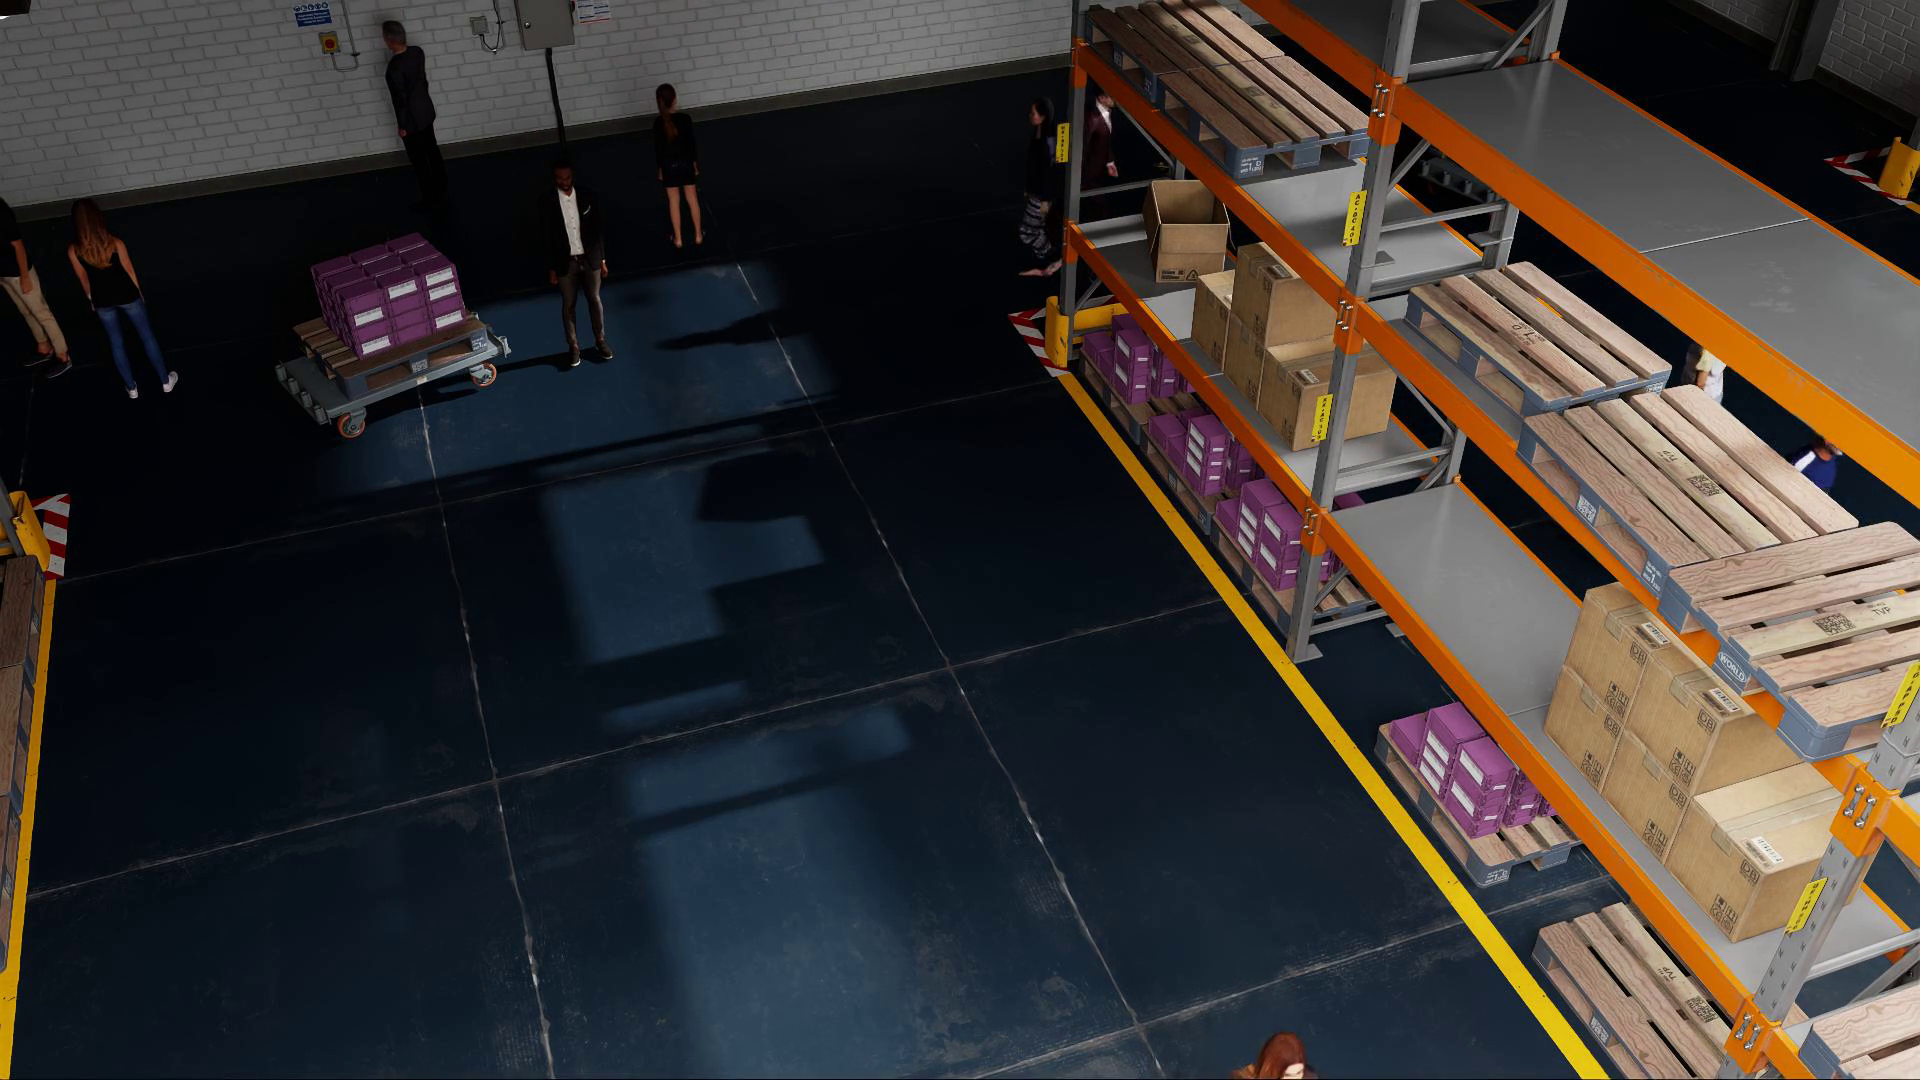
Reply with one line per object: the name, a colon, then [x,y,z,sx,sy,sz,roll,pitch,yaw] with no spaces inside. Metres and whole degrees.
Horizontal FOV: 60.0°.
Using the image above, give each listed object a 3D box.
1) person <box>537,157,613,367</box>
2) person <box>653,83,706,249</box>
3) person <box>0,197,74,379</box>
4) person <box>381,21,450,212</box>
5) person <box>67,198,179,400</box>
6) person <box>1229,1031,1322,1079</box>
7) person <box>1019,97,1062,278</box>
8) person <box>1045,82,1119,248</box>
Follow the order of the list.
person: [-3.149,-2.289,13.620,0.658,1.802,0.562,-15,41,-18]
person: [-2.592,-3.441,15.261,0.550,1.554,0.549,-9,40,-12]
person: [-7.651,-2.194,13.462,0.659,1.850,0.772,25,45,28]
person: [-5.182,-4.036,15.780,0.873,1.837,0.750,7,39,9]
person: [-6.700,-1.912,13.211,0.594,1.723,0.521,-11,40,-14]
person: [1.333,2.668,7.522,0.745,1.666,1.193,-7,39,-9]
person: [0.787,-3.096,14.691,0.760,1.726,0.679,-2,39,-3]
person: [1.059,-3.295,14.879,1.135,1.802,1.182,3,39,4]
